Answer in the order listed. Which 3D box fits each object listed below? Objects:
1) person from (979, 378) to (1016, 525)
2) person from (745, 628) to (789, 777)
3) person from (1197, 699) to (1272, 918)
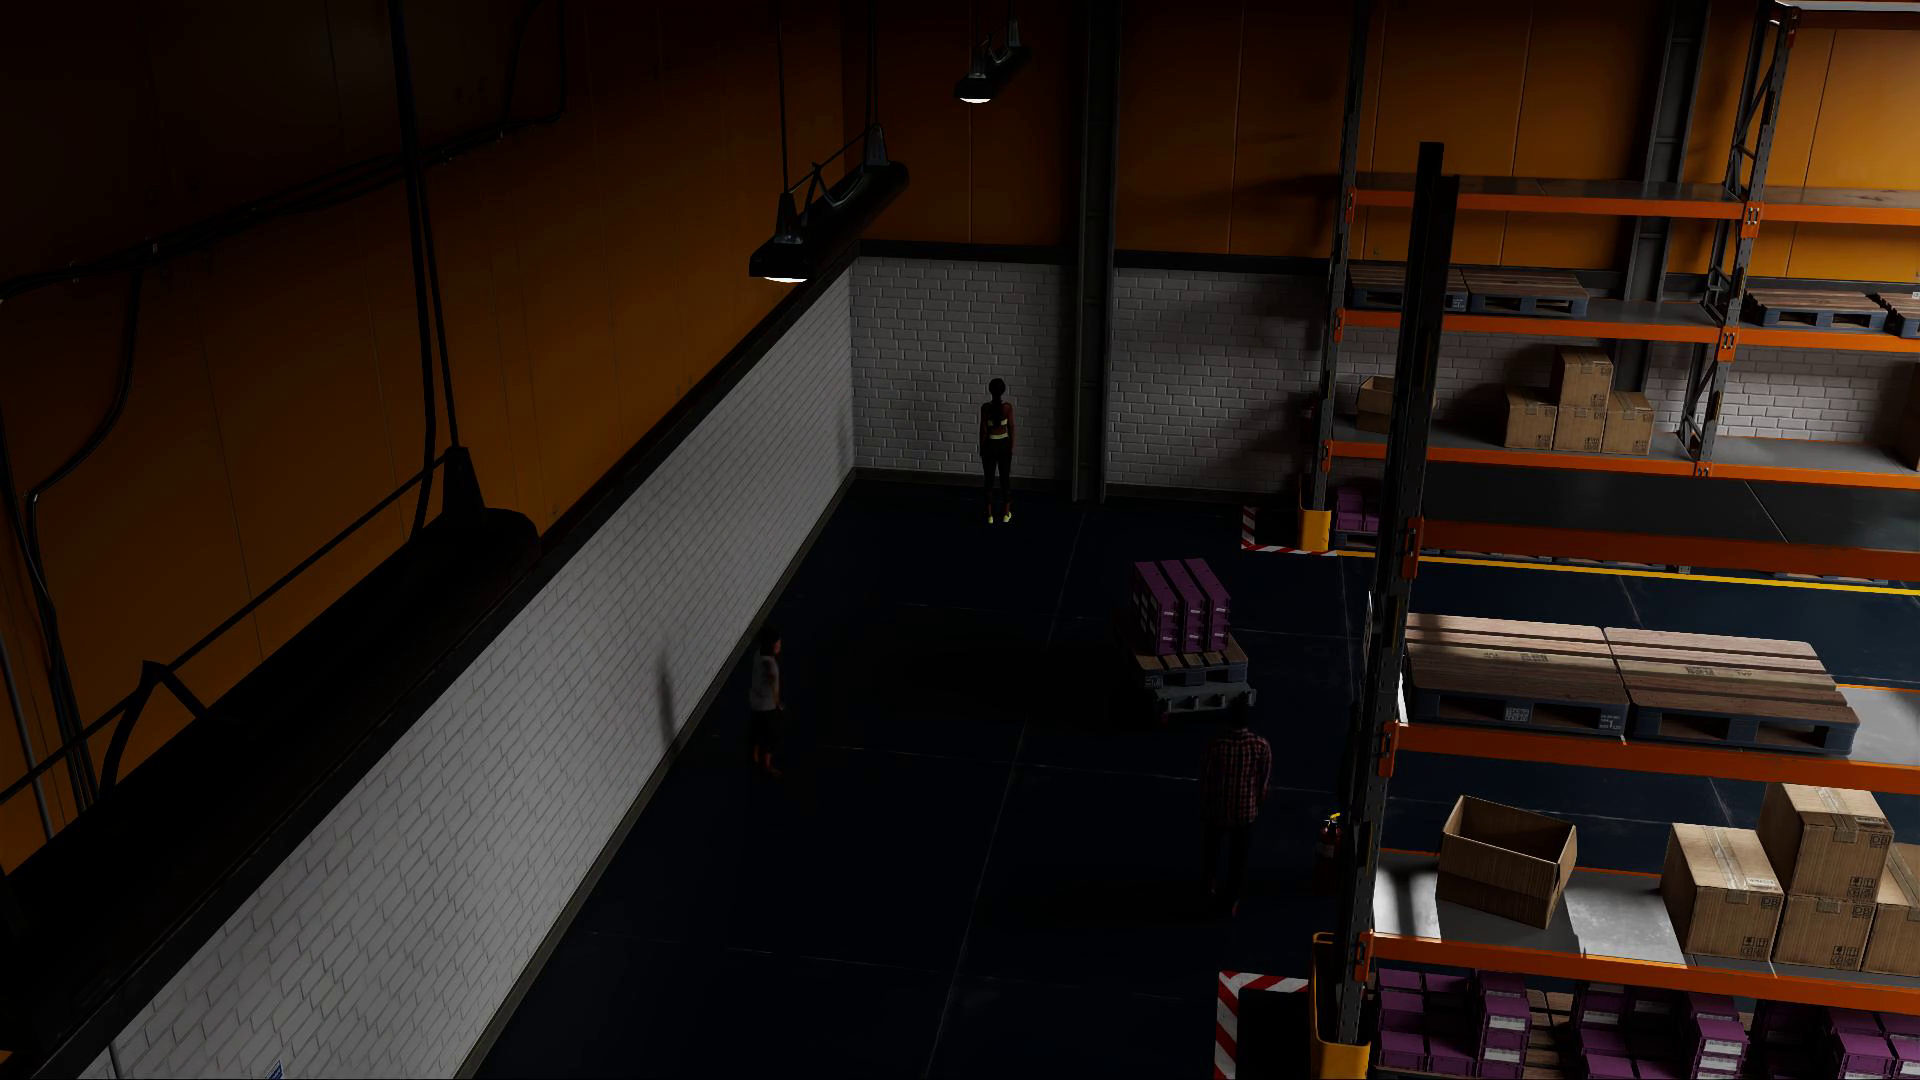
[{"bbox_3d":[0.431,-1.044,19.402,0.535,1.755,0.679,-2,24,-5],"label":"person"},{"bbox_3d":[-1.724,1.327,14.369,0.761,1.443,0.735,-19,30,-37],"label":"person"},{"bbox_3d":[2.039,2.025,12.389,0.657,1.749,0.749,3,24,6],"label":"person"}]
